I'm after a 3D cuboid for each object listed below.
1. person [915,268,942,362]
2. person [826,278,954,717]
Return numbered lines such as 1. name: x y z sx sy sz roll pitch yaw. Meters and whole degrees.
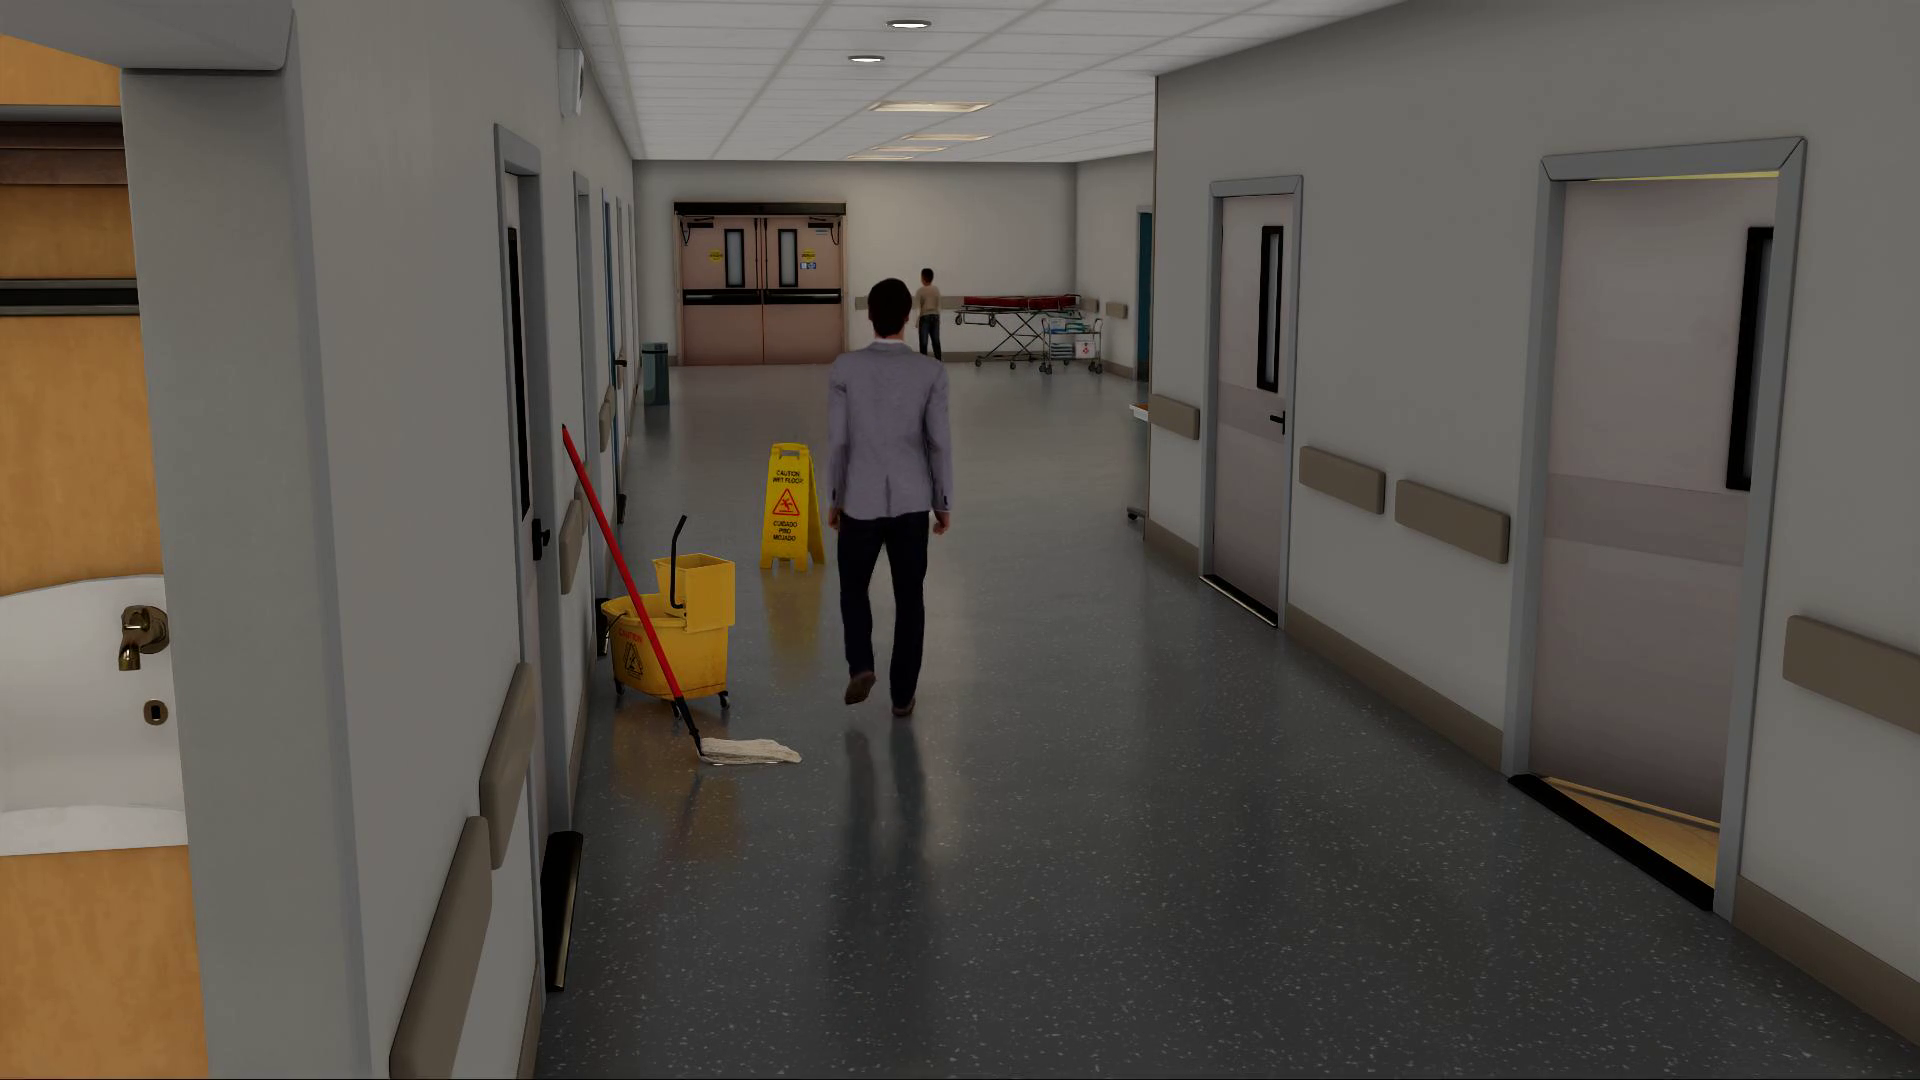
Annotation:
1. person: -0.437 -3.075 23.364 0.615 1.460 0.600 -5 12 -27
2. person: -0.308 -0.151 6.932 0.733 1.841 0.753 0 11 -2
